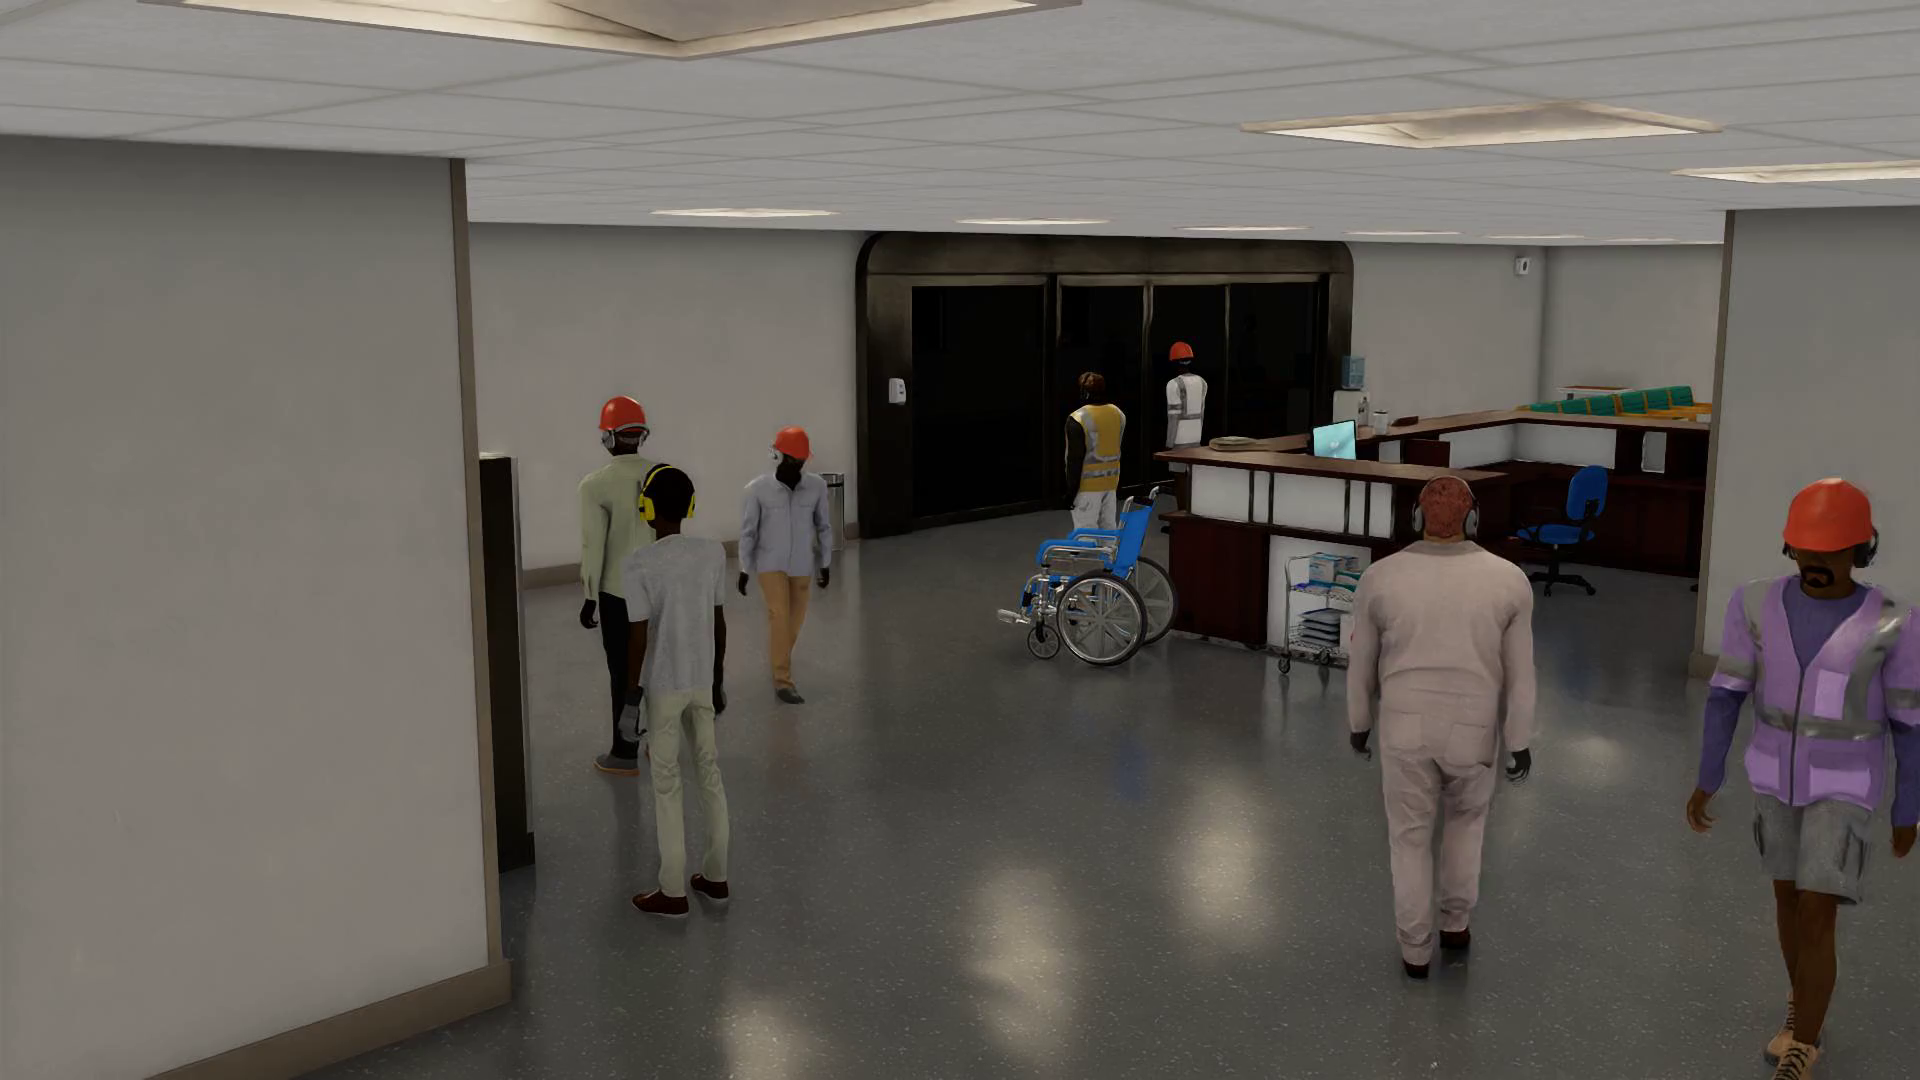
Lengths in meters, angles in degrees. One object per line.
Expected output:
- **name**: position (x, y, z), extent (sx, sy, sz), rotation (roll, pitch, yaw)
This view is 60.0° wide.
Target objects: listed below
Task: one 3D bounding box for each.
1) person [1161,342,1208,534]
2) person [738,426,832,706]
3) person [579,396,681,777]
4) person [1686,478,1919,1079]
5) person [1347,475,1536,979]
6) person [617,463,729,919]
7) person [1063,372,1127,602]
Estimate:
- **person**: position (2.225, -1.016, 16.676), extent (0.544, 1.933, 0.376), rotation (-9, 13, -43)
- **person**: position (-1.112, 0.118, 10.416), extent (0.598, 1.712, 0.812), rotation (-4, 10, -26)
- **person**: position (-1.734, 0.242, 8.757), extent (0.611, 1.996, 0.387), rotation (-9, 13, -43)
- **person**: position (2.656, 0.805, 5.292), extent (0.929, 2.004, 0.617), rotation (-8, 12, -39)
- **person**: position (1.817, 0.688, 6.339), extent (0.680, 1.884, 0.620), rotation (3, 10, 15)
- **person**: position (-1.179, 0.619, 6.832), extent (0.521, 1.873, 0.334), rotation (-9, 13, -43)
- **person**: position (1.045, -0.418, 13.283), extent (0.622, 1.845, 0.430), rotation (-9, 13, -43)
